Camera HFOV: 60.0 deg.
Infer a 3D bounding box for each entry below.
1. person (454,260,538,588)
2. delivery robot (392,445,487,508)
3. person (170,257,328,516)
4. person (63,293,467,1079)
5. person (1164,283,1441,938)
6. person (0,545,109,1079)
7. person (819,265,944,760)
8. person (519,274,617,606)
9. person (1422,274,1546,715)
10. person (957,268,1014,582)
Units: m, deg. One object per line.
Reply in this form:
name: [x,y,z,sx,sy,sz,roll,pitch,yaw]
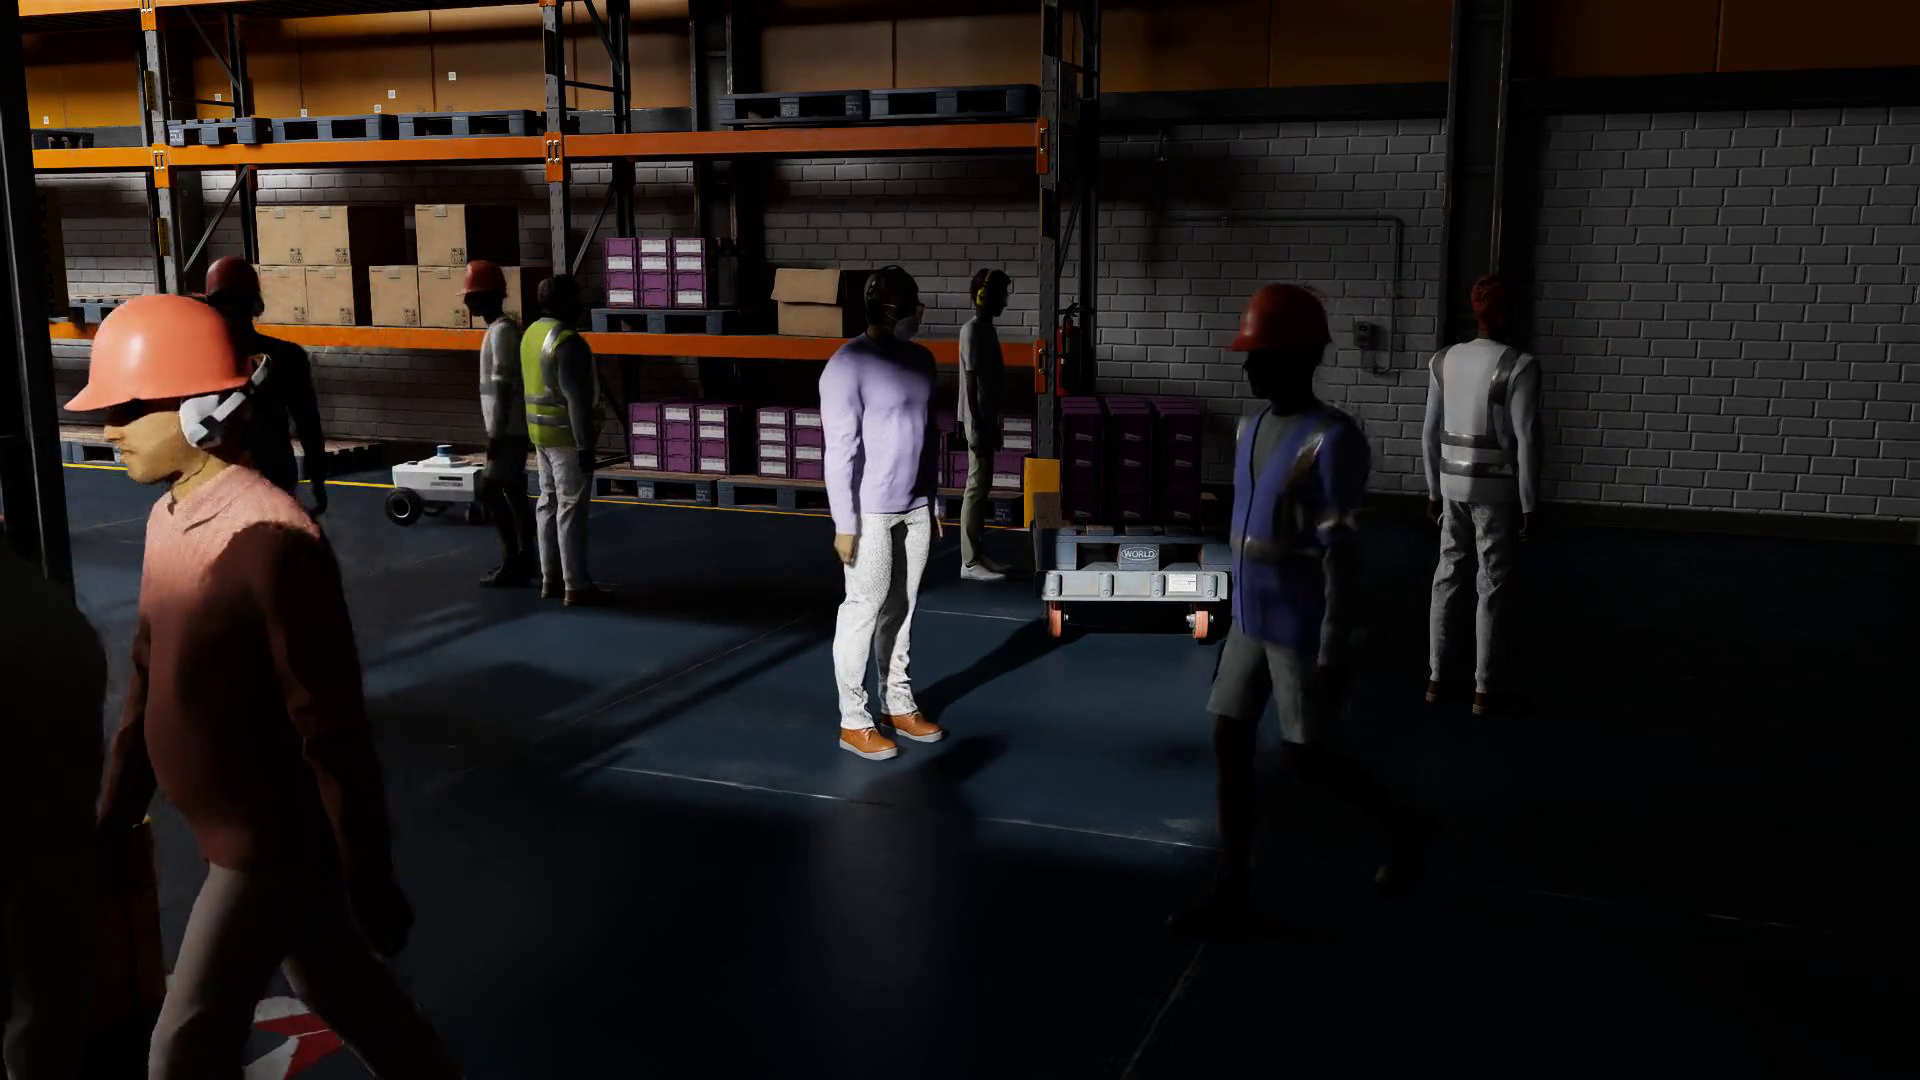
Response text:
person: [-2.713,-0.666,9.773,0.450,1.922,0.561,-3,11,-18]
delivery robot: [-3.704,-0.441,11.995,0.707,0.478,0.477,2,10,11]
person: [-3.194,-0.289,7.526,0.652,1.942,0.988,-2,10,-12]
person: [-1.288,0.522,3.056,1.007,1.938,0.593,-8,13,-36]
person: [1.025,0.216,4.841,0.807,1.915,0.548,-4,11,-23]
person: [-1.410,0.677,2.198,0.637,1.933,0.506,2,10,10]
person: [-0.296,-0.109,6.578,0.356,1.933,0.627,7,12,34]
person: [-2.198,-0.558,9.317,0.429,1.846,0.632,-8,13,-37]
person: [2.256,-0.193,7.173,0.339,1.882,0.584,-7,12,-33]
person: [0.156,-0.690,10.001,0.329,1.865,0.509,2,10,11]
